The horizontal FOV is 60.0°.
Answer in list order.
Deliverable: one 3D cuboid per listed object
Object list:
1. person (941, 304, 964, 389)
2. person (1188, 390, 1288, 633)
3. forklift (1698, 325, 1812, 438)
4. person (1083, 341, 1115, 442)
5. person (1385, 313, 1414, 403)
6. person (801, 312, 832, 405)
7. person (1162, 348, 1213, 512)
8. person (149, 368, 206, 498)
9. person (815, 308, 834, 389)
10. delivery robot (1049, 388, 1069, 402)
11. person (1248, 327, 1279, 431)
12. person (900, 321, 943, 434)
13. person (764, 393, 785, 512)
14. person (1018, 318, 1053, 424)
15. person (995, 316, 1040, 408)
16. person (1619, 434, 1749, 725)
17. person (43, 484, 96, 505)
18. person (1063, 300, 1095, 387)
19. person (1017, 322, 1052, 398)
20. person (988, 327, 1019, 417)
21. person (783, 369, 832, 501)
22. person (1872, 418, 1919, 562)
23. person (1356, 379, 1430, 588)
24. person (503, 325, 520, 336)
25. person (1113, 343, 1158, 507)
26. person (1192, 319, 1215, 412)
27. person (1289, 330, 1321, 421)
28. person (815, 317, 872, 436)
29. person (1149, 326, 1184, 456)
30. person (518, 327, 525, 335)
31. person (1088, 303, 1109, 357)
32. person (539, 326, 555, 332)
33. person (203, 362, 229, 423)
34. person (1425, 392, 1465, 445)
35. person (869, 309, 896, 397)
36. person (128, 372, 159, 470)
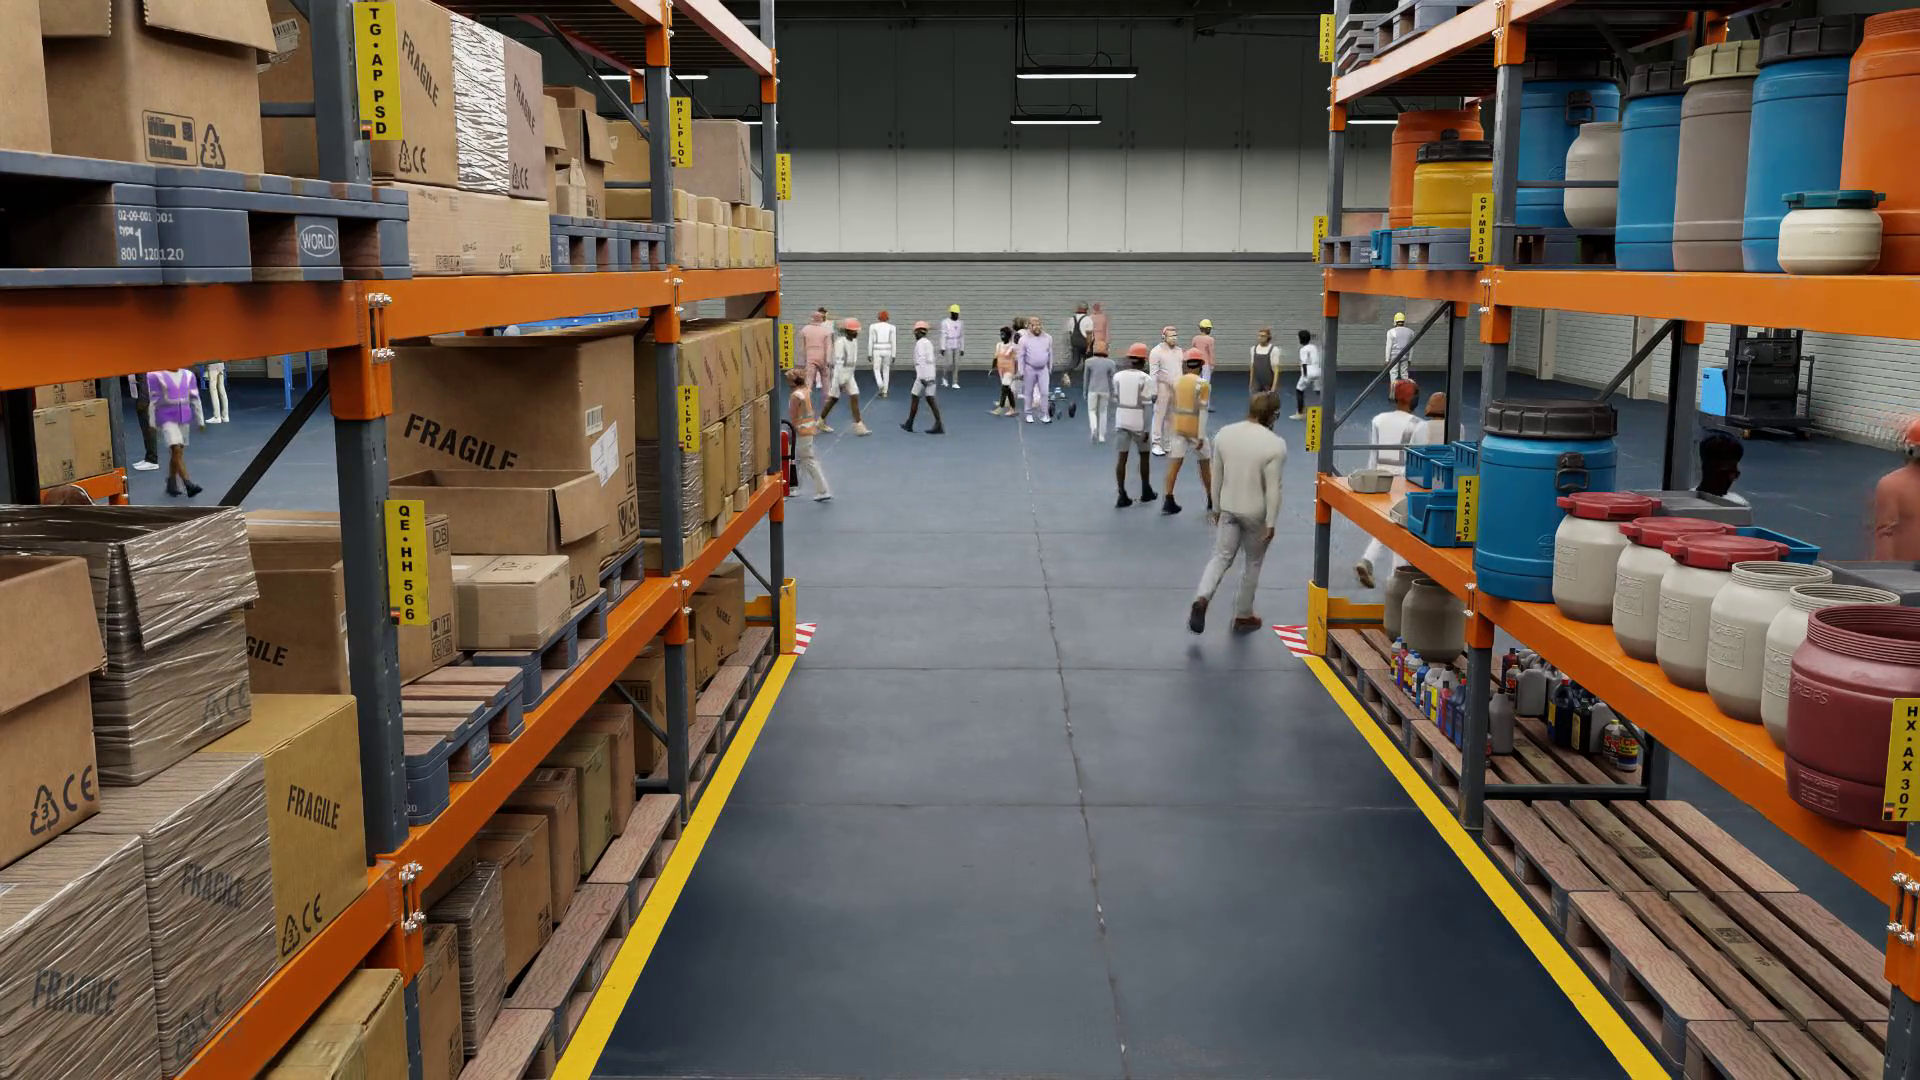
[{"bbox_3d":[-0.156,-4.380,37.659,0.614,1.911,0.439,-6,11,-33],"label":"person"},{"bbox_3d":[2.140,-0.189,12.627,0.666,1.896,0.820,8,12,38],"label":"person"},{"bbox_3d":[13.248,-3.165,27.620,1.129,2.768,1.873,0,9,1],"label":"forklift"},{"bbox_3d":[2.202,-2.340,26.320,0.517,1.616,0.533,0,9,2],"label":"person"},{"bbox_3d":[8.916,-3.702,33.840,0.591,1.834,0.404,-2,10,-12],"label":"person"},{"bbox_3d":[-2.894,-3.661,33.481,0.640,1.872,0.894,1,10,7],"label":"person"},{"bbox_3d":[2.651,-1.262,19.130,0.545,1.874,0.934,8,12,39],"label":"person"},{"bbox_3d":[-9.463,-1.450,20.188,0.983,1.883,0.566,7,12,38],"label":"person"},{"bbox_3d":[-3.096,-4.318,37.566,0.494,1.826,0.915,0,9,1],"label":"person"},{"bbox_3d":[1.809,-2.697,30.712,0.335,0.223,0.698,4,10,22],"label":"delivery robot"},{"bbox_3d":[4.792,-2.480,26.581,0.539,1.809,0.885,7,12,35],"label":"person"},{"bbox_3d":[-0.642,-2.727,27.900,0.844,1.866,0.607,5,11,26],"label":"person"},{"bbox_3d":[-2.412,-1.253,19.188,0.845,1.840,0.512,6,11,34],"label":"person"},{"bbox_3d":[1.359,-2.989,29.460,0.670,1.865,0.904,-2,10,-12],"label":"person"},{"bbox_3d":[1.203,-3.509,32.818,0.979,1.801,0.623,2,10,9],"label":"person"},{"bbox_3d":[4.205,0.309,9.640,0.615,1.907,1.091,-2,10,-9],"label":"person"},{"bbox_3d":[-4.066,0.653,7.733,0.624,1.844,0.430,-2,10,-14],"label":"person"},{"bbox_3d":[2.742,-4.491,38.075,0.679,2.000,0.893,8,13,41],"label":"person"},{"bbox_3d":[1.547,-3.787,35.035,0.820,1.592,0.513,-5,11,-29],"label":"person"},{"bbox_3d":[0.793,-3.086,30.670,0.862,1.657,0.551,-8,12,-39],"label":"person"},{"bbox_3d":[-1.870,-1.260,19.940,0.738,1.594,0.521,1,10,7],"label":"person"},{"bbox_3d":[5.805,0.186,10.248,0.634,1.945,1.019,-3,10,-16],"label":"person"},{"bbox_3d":[3.693,-0.430,14.128,0.499,1.873,0.578,-6,11,-34],"label":"person"},{"bbox_3d":[-8.528,-3.388,31.646,0.377,1.940,0.629,-1,10,-6],"label":"person"},{"bbox_3d":[2.095,-1.375,19.695,0.551,1.903,0.846,6,11,30],"label":"person"},{"bbox_3d":[4.675,-3.349,31.935,0.329,1.765,0.526,-9,13,-42],"label":"person"},{"bbox_3d":[6.406,-2.978,30.058,0.796,1.649,0.550,9,13,43],"label":"person"},{"bbox_3d":[-1.974,-2.718,27.625,1.122,1.960,0.618,6,11,32],"label":"person"},{"bbox_3d":[3.100,-2.218,24.734,0.651,1.906,0.403,-7,12,-37],"label":"person"},{"bbox_3d":[-11.349,-5.022,42.434,0.632,1.602,0.399,2,10,13],"label":"person"},{"bbox_3d":[3.351,-4.935,41.141,0.656,1.867,0.969,-4,10,-21],"label":"person"},{"bbox_3d":[-9.843,-4.669,39.455,1.002,1.894,0.605,2,10,10],"label":"person"},{"bbox_3d":[-13.330,-3.028,29.737,0.328,1.865,0.516,3,10,16],"label":"person"},{"bbox_3d":[4.518,-0.585,15.769,0.497,1.633,0.285,0,9,0],"label":"person"},{"bbox_3d":[-1.636,-3.951,35.222,0.598,1.868,0.540,-2,10,-10],"label":"person"},{"bbox_3d":[-11.323,-1.942,23.041,0.398,1.920,0.590,-5,10,-25],"label":"person"}]
